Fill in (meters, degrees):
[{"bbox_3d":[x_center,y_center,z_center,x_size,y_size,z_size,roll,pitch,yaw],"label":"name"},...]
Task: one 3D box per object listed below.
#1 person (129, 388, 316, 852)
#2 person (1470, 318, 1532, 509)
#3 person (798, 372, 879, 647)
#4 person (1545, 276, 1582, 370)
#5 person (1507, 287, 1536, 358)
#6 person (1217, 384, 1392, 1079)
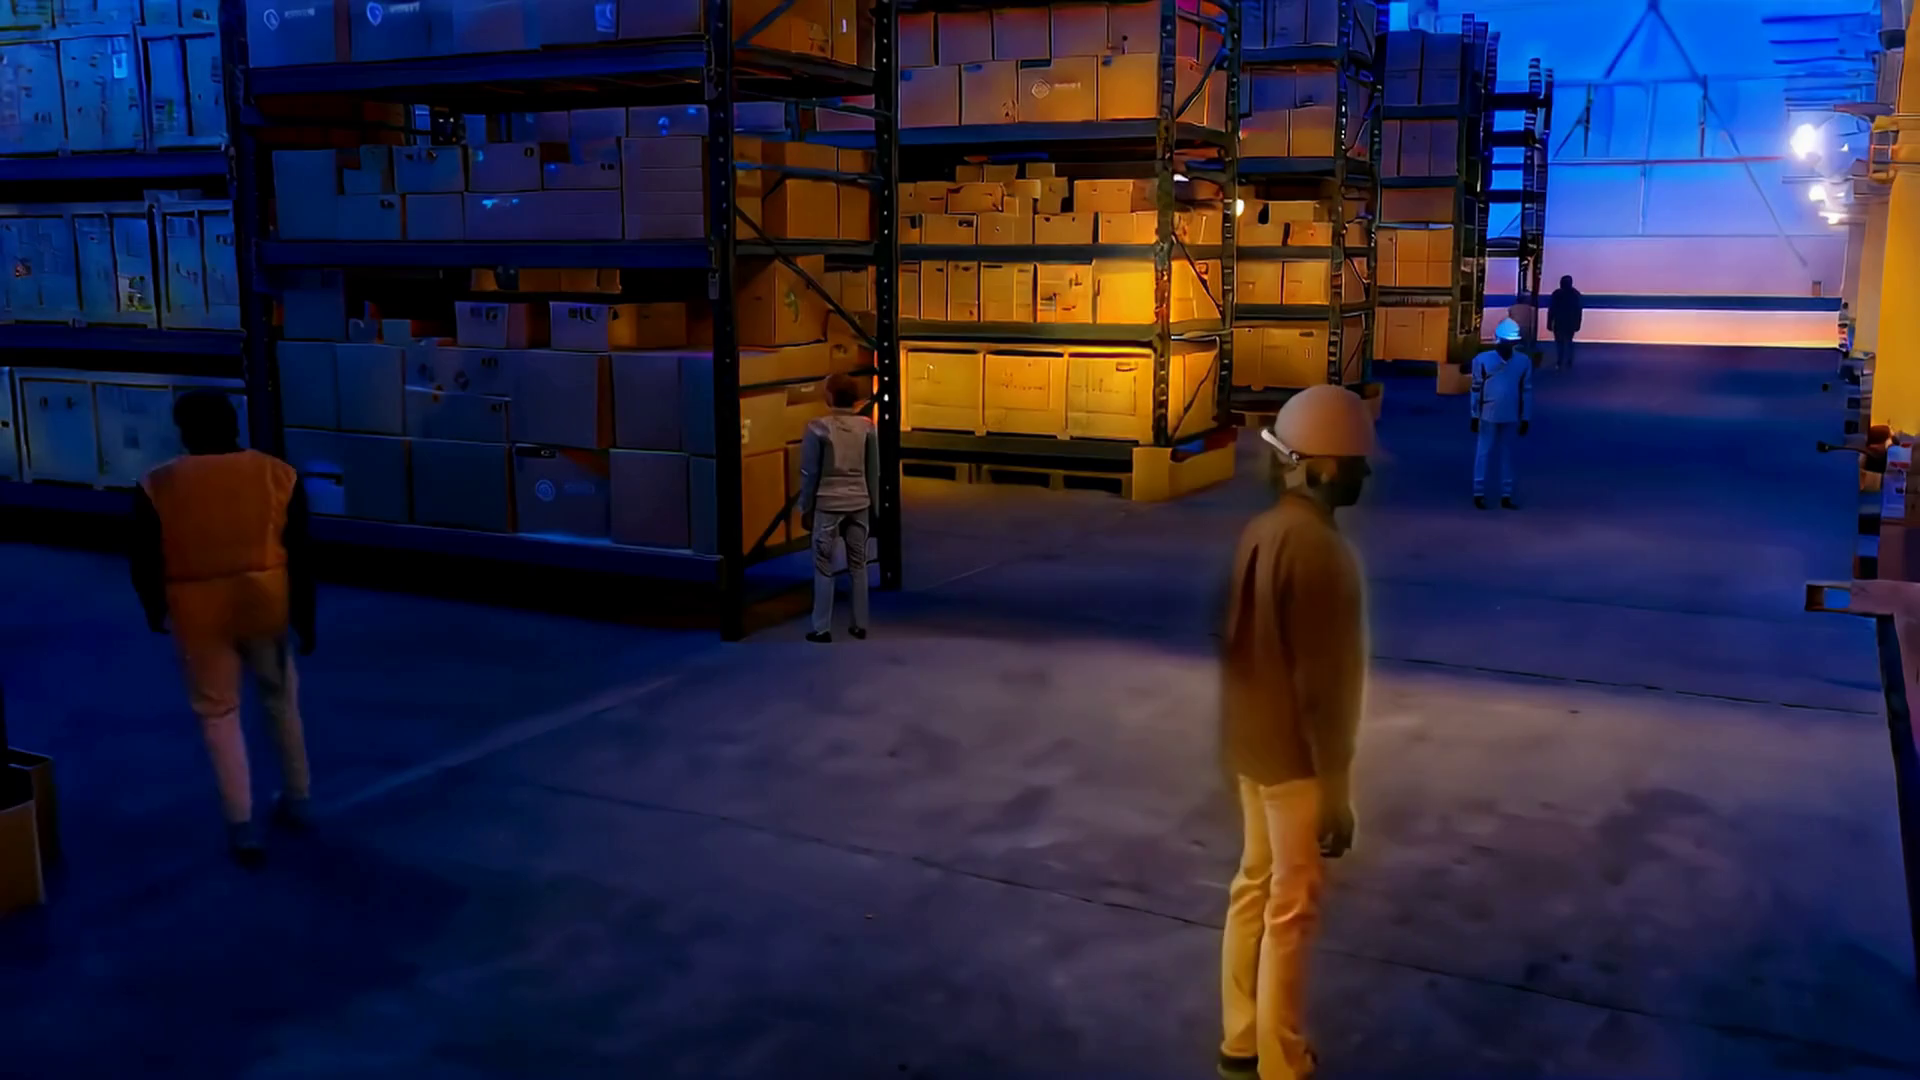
[{"bbox_3d":[-2.875,0.310,6.537,0.646,1.811,0.616,-6,11,-31],"label":"person"},{"bbox_3d":[4.930,-1.142,15.151,0.562,1.743,0.347,0,10,0],"label":"person"},{"bbox_3d":[-0.712,-0.182,9.918,0.527,1.629,0.314,-6,12,-32],"label":"person"},{"bbox_3d":[12.086,-4.350,33.374,0.644,1.873,0.842,6,12,32],"label":"person"},{"bbox_3d":[9.900,-3.600,29.408,0.494,1.726,0.639,5,11,27],"label":"person"},{"bbox_3d":[0.918,0.580,4.450,0.396,1.993,0.617,-1,10,-8],"label":"person"}]
